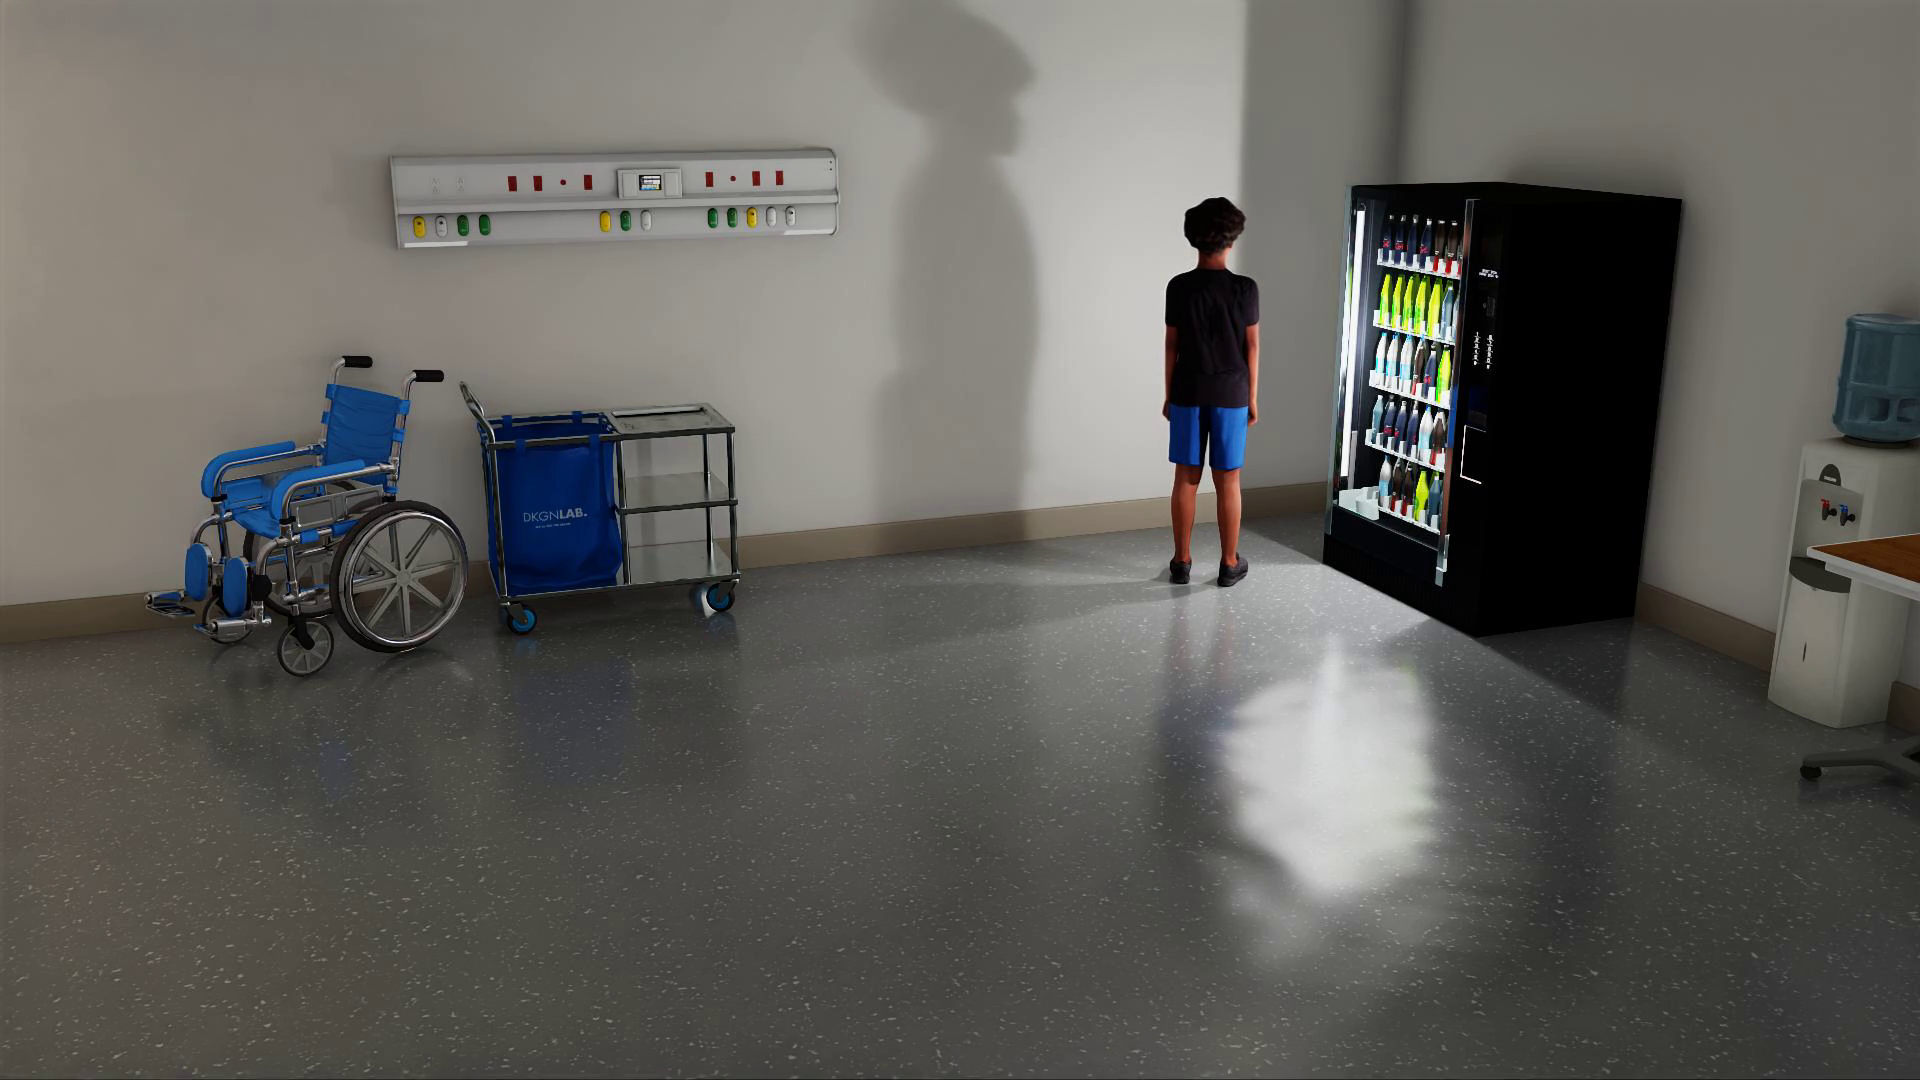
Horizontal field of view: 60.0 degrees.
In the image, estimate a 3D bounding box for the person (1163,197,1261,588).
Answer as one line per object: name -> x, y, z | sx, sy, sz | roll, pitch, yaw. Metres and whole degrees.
person -> 1.157, -0.678, 7.711 | 0.706, 1.799, 0.745 | 4, 16, 14
